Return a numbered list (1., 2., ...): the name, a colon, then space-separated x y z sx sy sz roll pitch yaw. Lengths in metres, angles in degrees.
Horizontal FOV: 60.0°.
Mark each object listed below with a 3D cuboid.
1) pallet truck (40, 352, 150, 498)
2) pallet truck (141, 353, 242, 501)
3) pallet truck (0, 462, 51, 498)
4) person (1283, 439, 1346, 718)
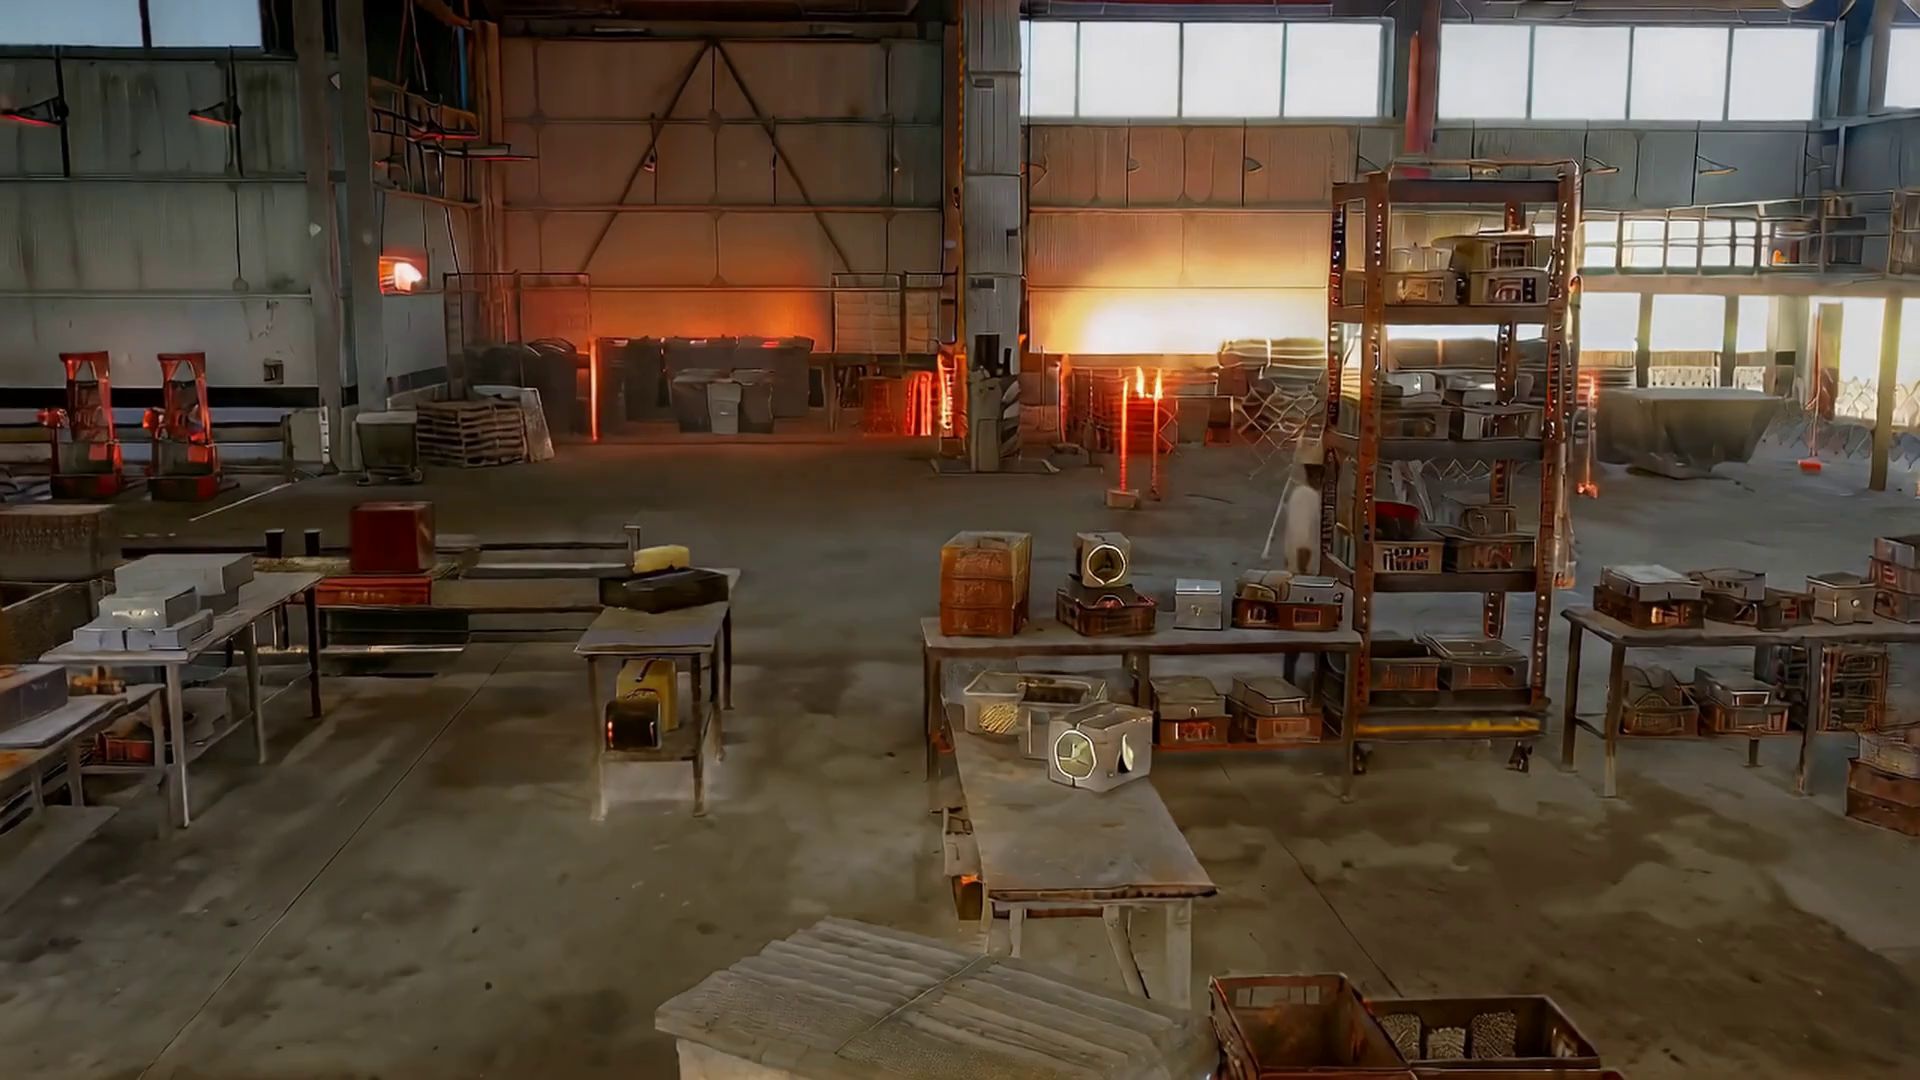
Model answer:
1. pallet truck: -11.907 -1.642 23.165 0.823 1.965 1.885 0 9 0
2. pallet truck: -10.520 -1.604 22.925 0.823 1.965 1.885 -1 9 -6
3. pallet truck: -13.193 -1.293 23.148 0.653 1.274 1.630 -1 9 -4
4. person: 2.481 0.265 11.432 0.614 1.915 0.560 1 9 5
